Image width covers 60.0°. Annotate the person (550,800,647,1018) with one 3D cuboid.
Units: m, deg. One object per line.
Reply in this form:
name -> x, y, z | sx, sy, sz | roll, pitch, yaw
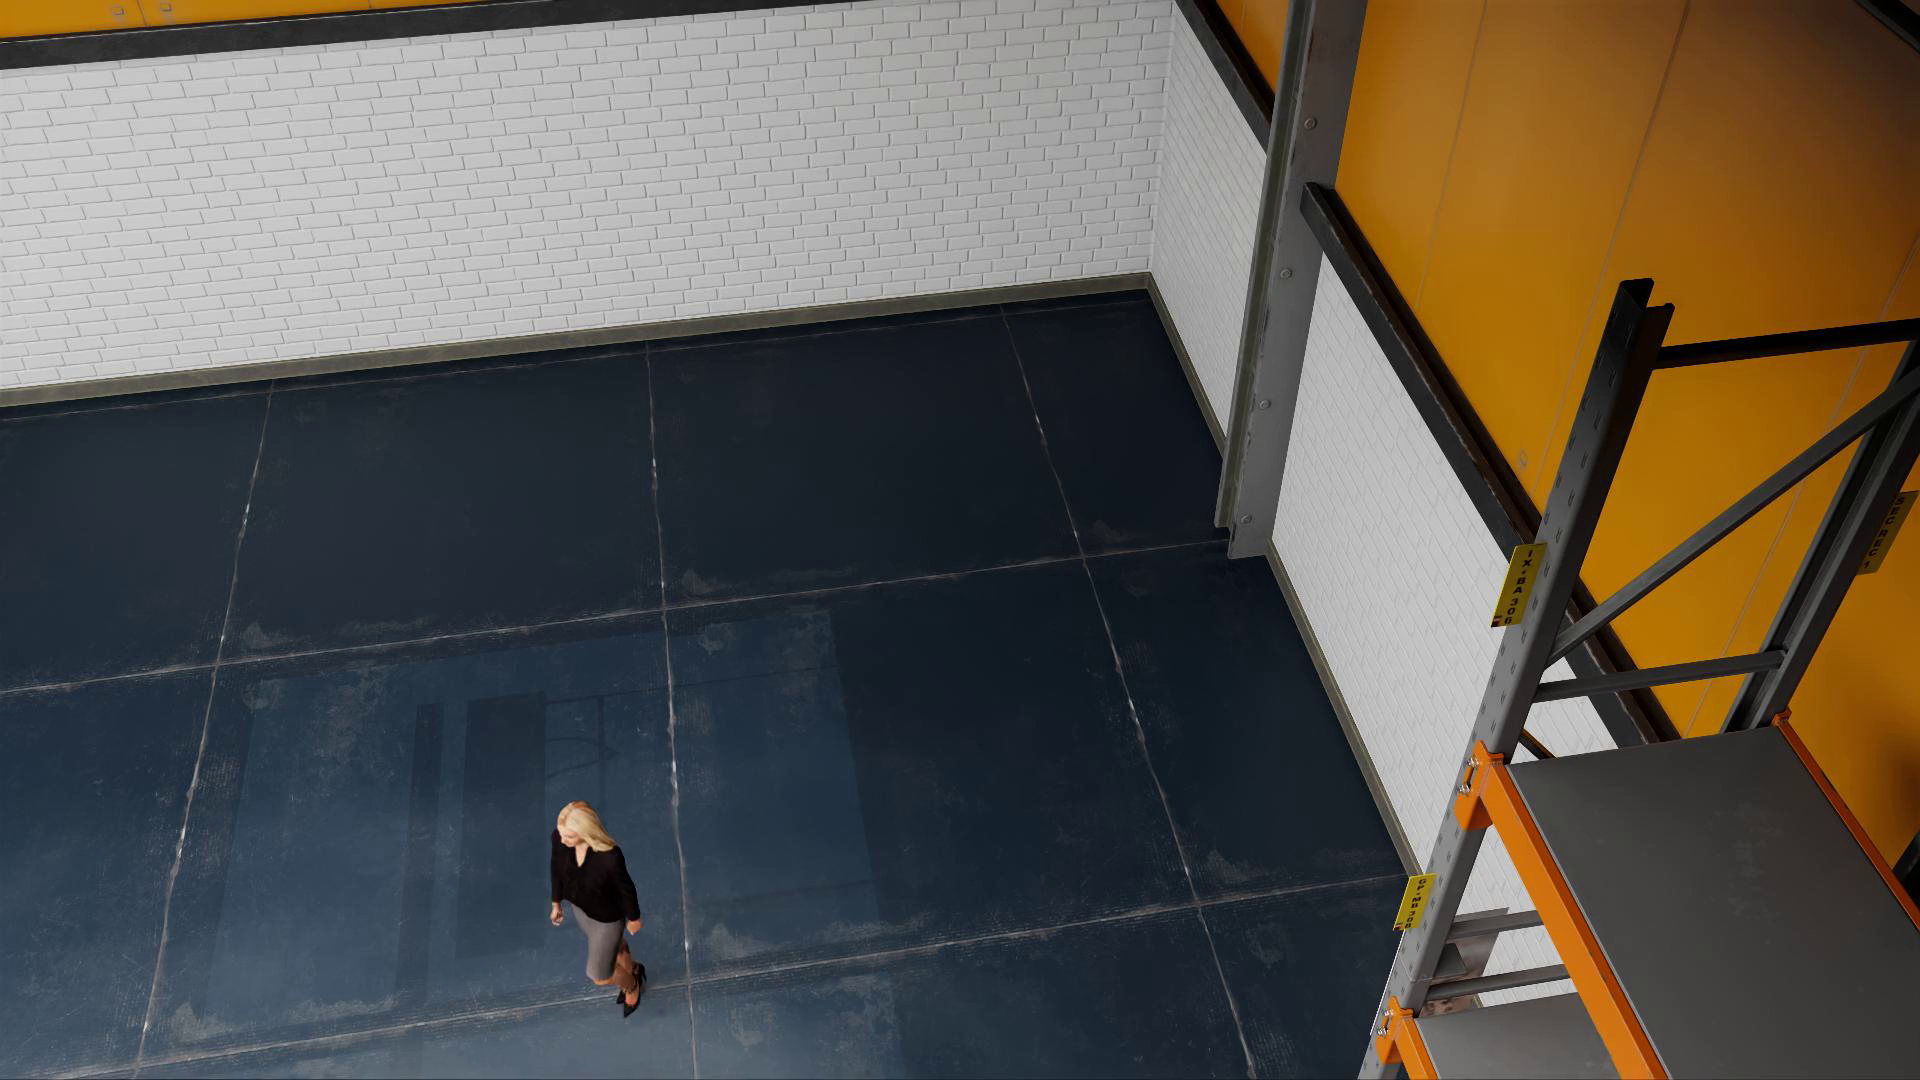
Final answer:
person -> -1.834, 1.900, 8.794 | 0.764, 1.827, 0.822 | 25, 49, 24
